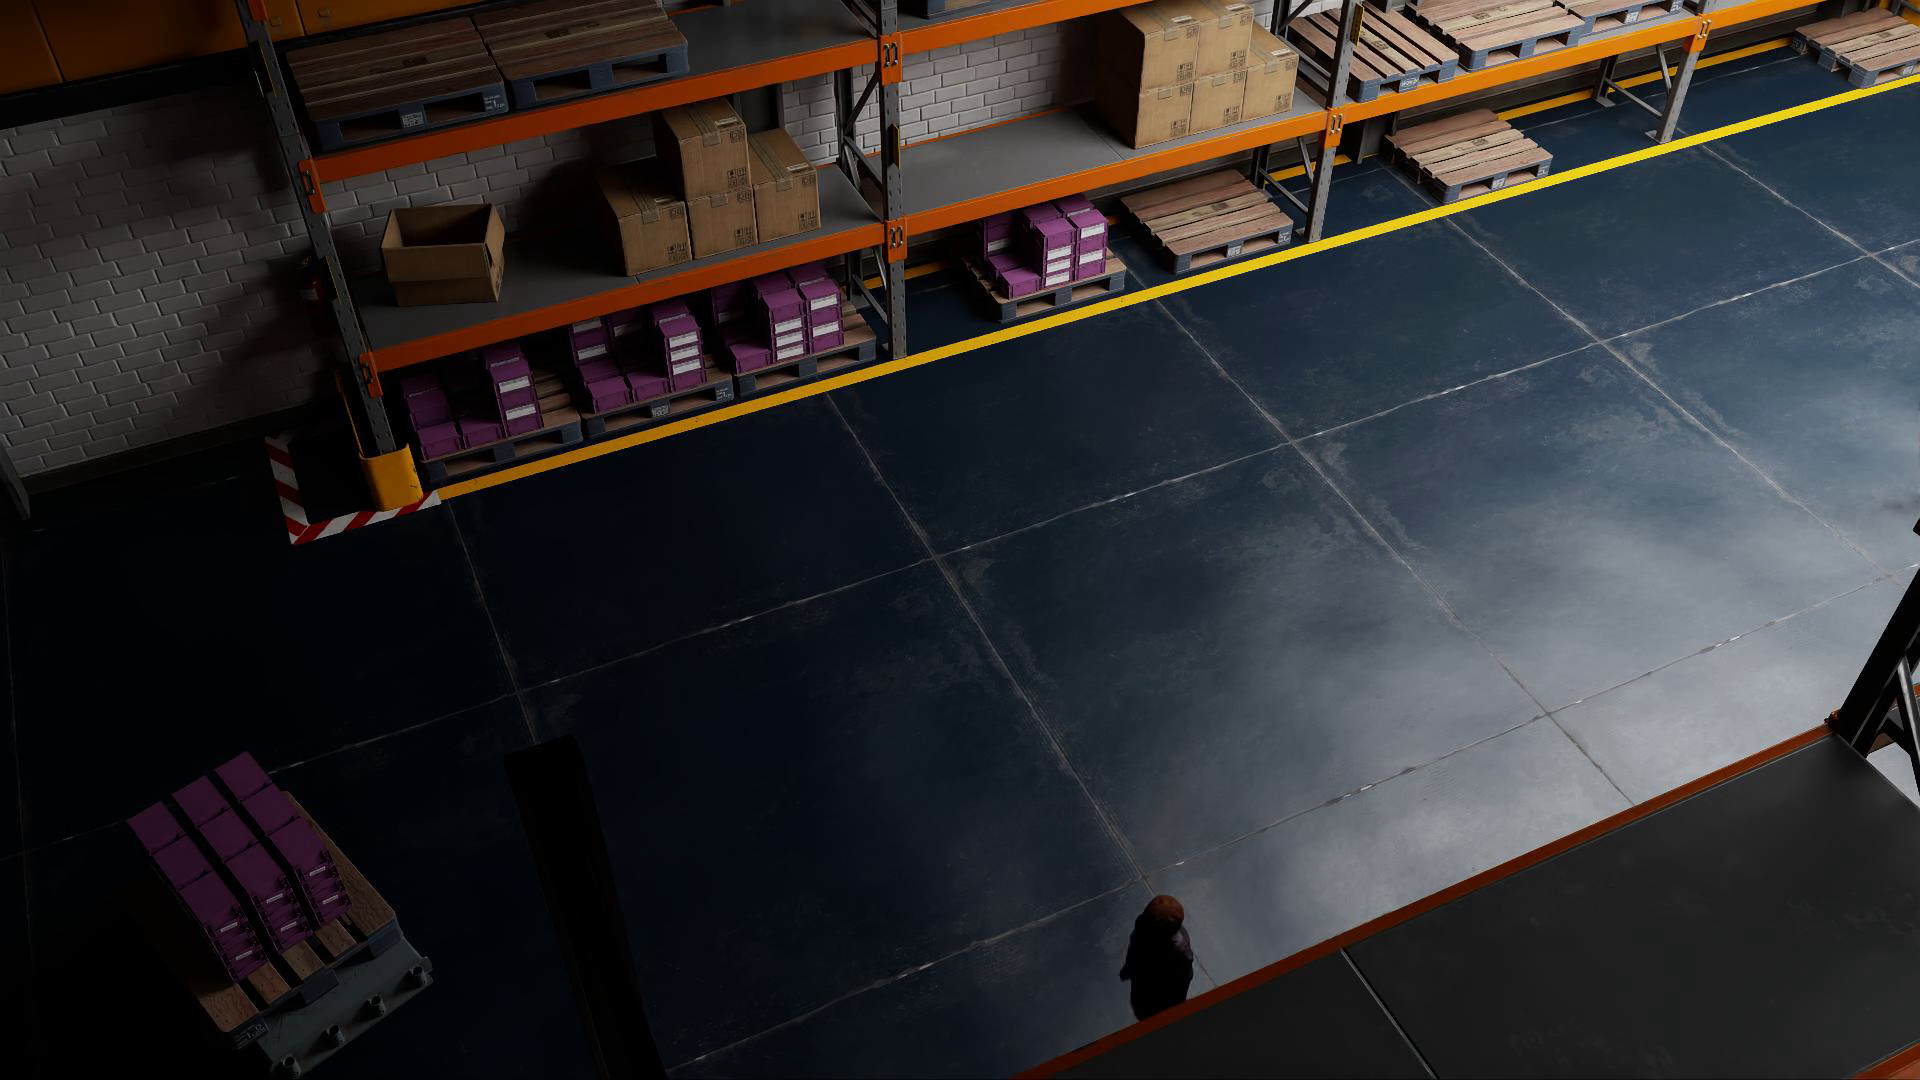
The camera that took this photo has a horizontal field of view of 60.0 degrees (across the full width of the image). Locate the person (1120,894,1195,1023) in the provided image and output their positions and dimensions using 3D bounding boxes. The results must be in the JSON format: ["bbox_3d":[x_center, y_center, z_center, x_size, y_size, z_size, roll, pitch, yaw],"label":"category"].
[{"bbox_3d":[1.062,2.242,8.546,0.632,1.439,0.567,-24,49,-23],"label":"person"}]
